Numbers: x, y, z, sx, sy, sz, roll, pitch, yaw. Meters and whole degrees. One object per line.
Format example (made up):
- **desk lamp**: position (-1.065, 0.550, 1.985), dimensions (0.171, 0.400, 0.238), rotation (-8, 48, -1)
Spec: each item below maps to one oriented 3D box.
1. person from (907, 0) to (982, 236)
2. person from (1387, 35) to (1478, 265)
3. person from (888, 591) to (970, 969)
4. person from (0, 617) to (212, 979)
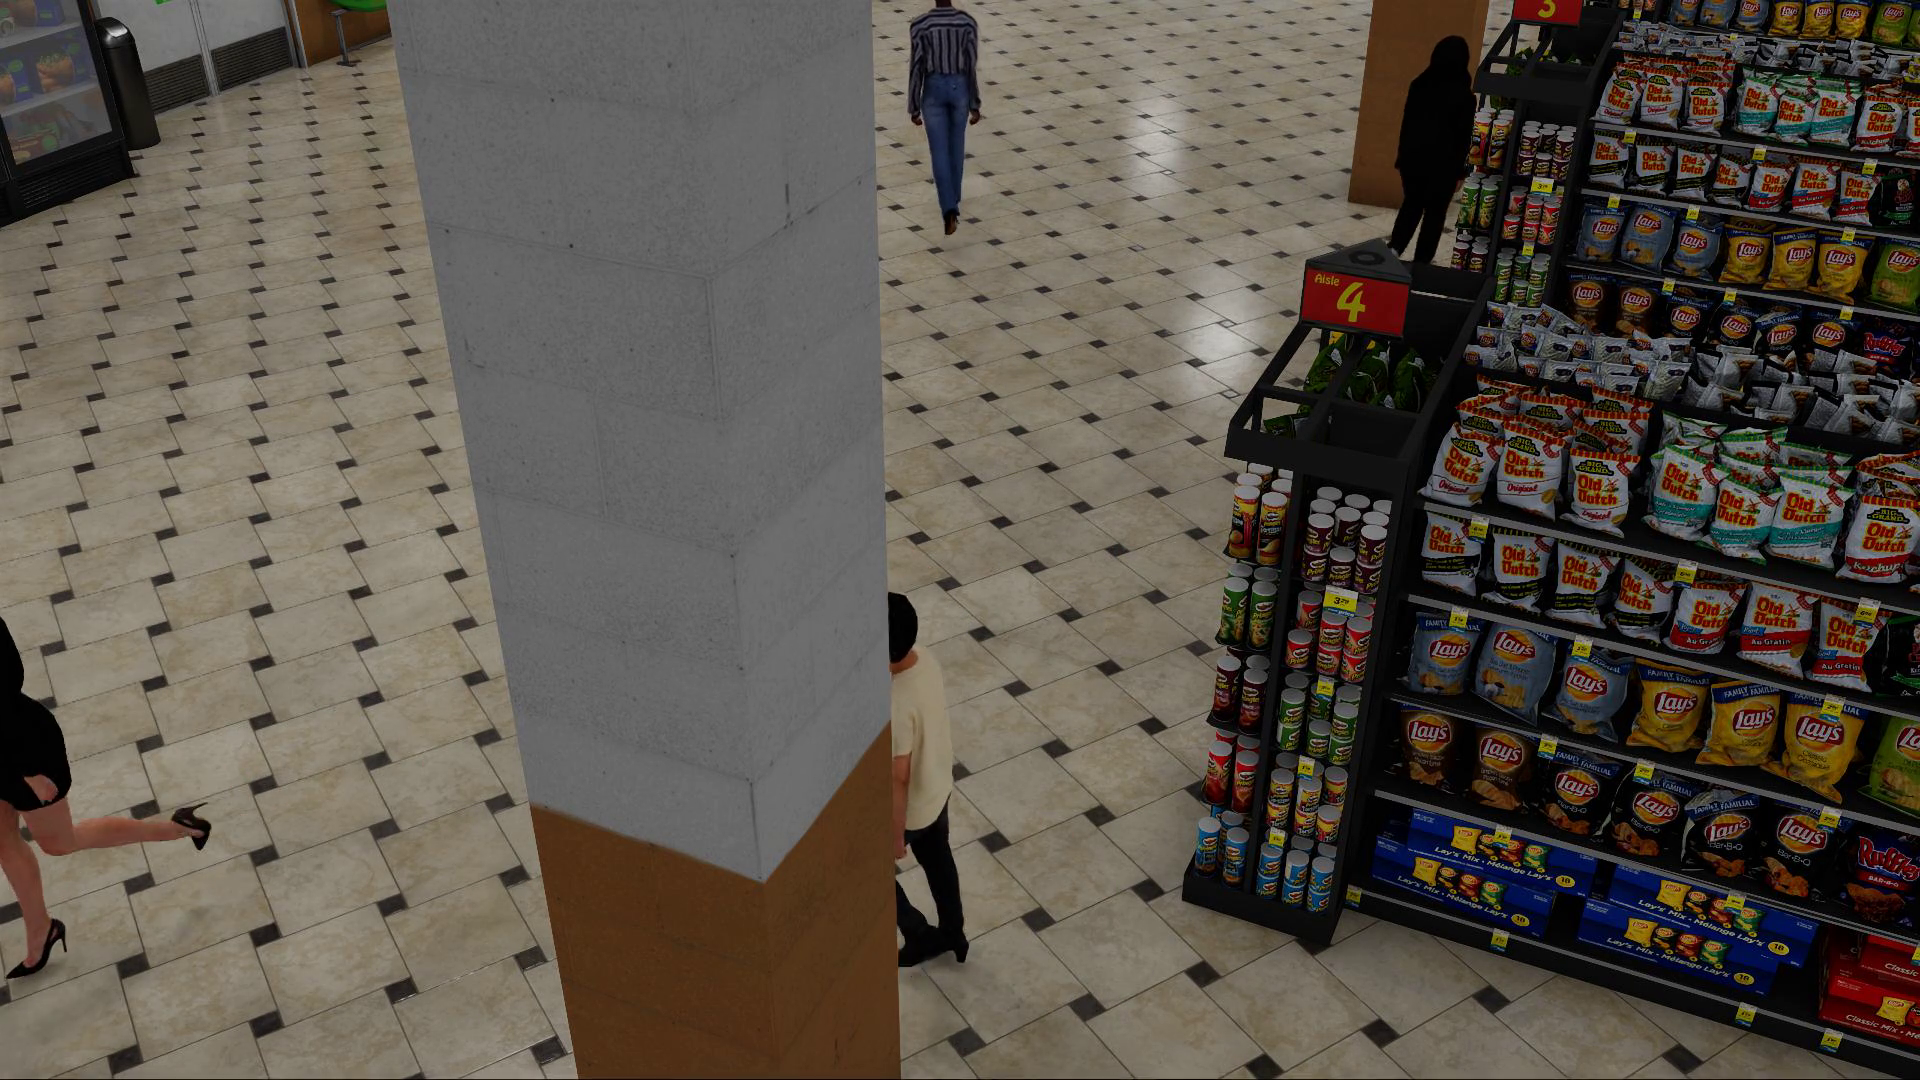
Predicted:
- **person**: position (-0.083, -2.936, 11.353), dimensions (1.159, 1.754, 1.130), rotation (-6, 32, -9)
- **person**: position (2.957, -2.368, 10.580), dimensions (0.784, 1.607, 0.815), rotation (24, 39, 33)
- **person**: position (-0.107, 0.860, 5.429), dimensions (0.667, 1.568, 0.688), rotation (11, 33, 16)
- **person**: position (-3.051, 0.694, 5.534), dimensions (1.016, 1.739, 0.852), rotation (27, 41, 36)
